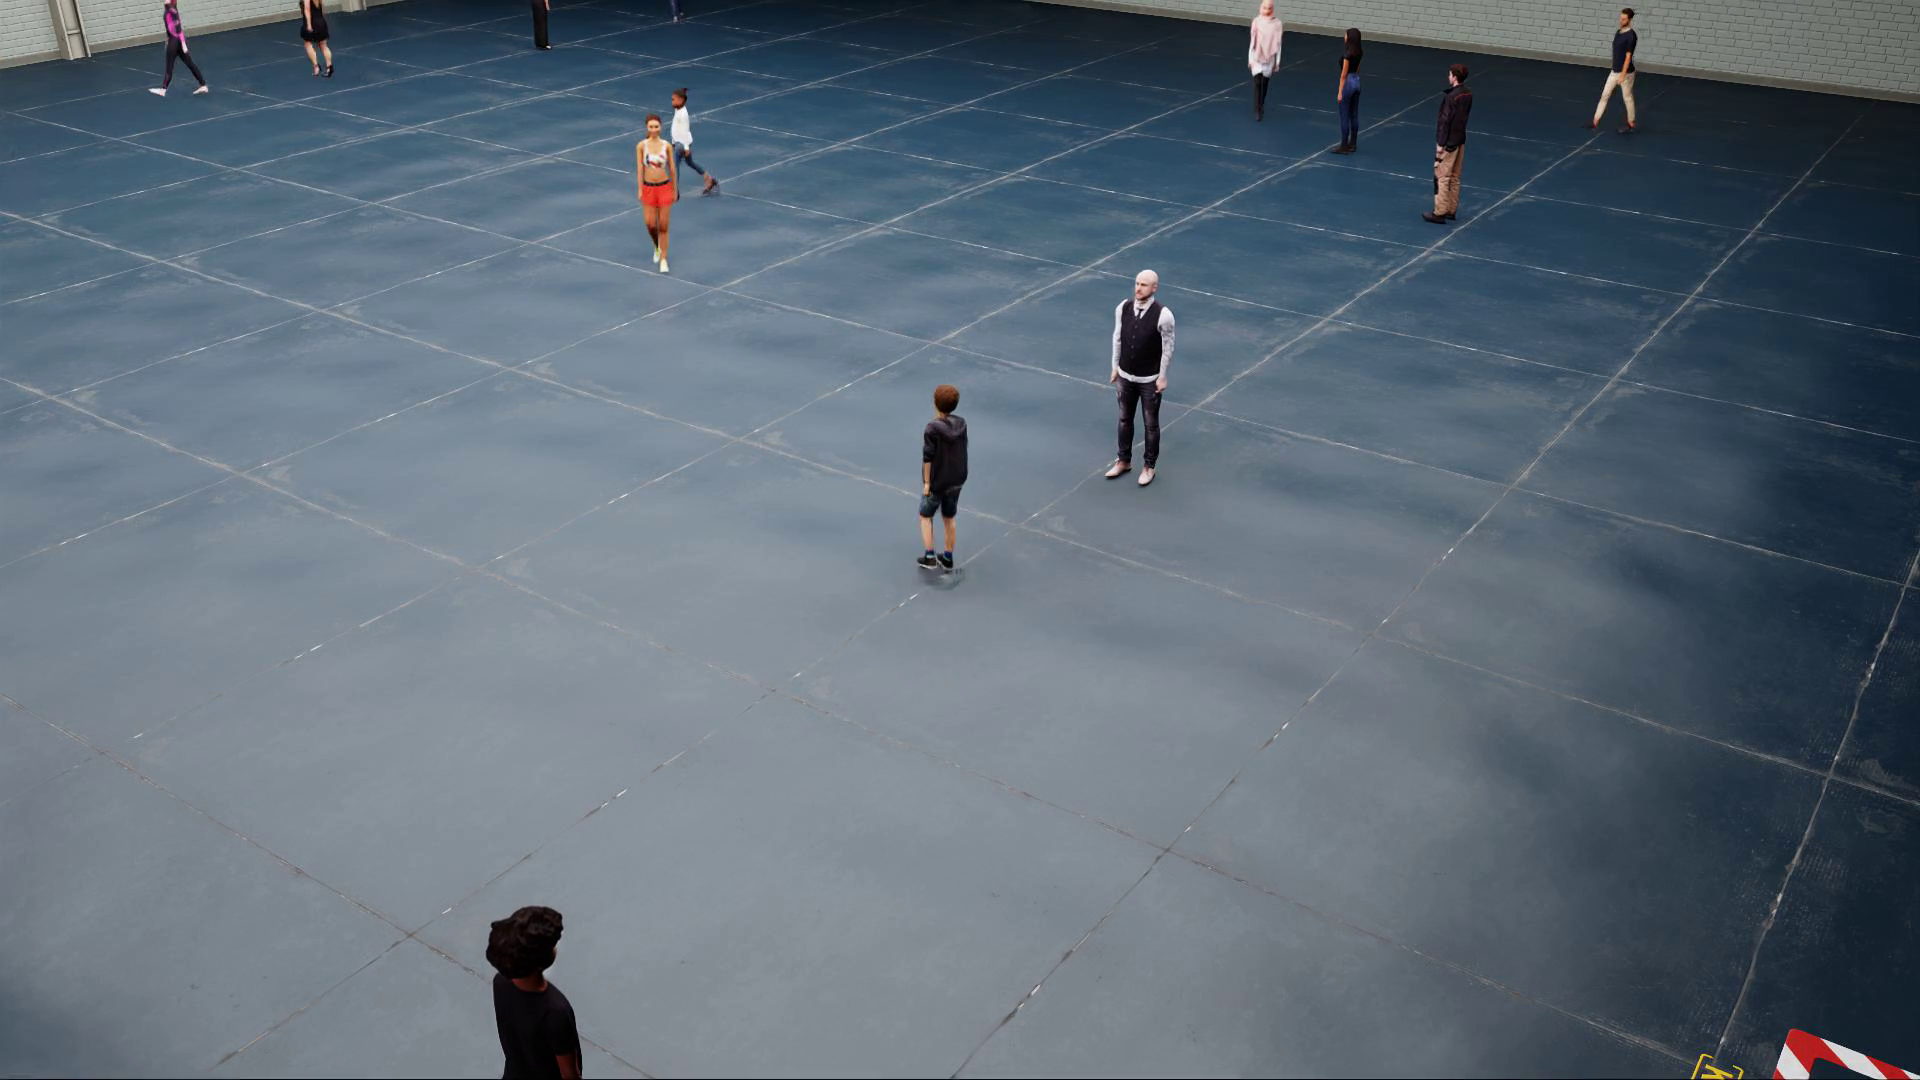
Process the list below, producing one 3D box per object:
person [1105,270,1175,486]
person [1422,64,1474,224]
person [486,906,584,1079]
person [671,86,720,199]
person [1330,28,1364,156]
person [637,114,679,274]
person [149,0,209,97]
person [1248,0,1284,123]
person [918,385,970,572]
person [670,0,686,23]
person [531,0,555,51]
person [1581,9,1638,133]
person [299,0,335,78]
[{"bbox_3d":[1.498,-1.358,13.780,0.691,1.824,0.595,16,31,28],"label":"person"},{"bbox_3d":[6.068,-4.896,20.542,0.772,1.924,0.570,23,35,37],"label":"person"},{"bbox_3d":[-1.710,2.249,6.807,0.587,1.794,0.562,20,33,33],"label":"person"},{"bbox_3d":[-3.523,-5.145,21.566,1.042,1.429,0.940,-6,28,-12],"label":"person"},{"bbox_3d":[5.549,-6.383,23.636,0.641,1.734,0.521,24,36,38],"label":"person"},{"bbox_3d":[-3.435,-3.951,18.859,0.766,1.784,0.826,-4,28,-8],"label":"person"},{"bbox_3d":[-12.549,-8.020,26.854,1.190,1.699,0.914,-15,31,-27],"label":"person"},{"bbox_3d":[4.647,-7.314,25.431,1.040,1.746,1.311,3,27,6],"label":"person"},{"bbox_3d":[-0.121,-0.431,12.420,0.642,1.421,0.741,-23,35,-38],"label":"person"},{"bbox_3d":[-5.661,-11.074,32.954,0.685,1.544,0.745,-7,28,-12],"label":"person"},{"bbox_3d":[-7.706,-9.810,30.439,0.569,1.601,0.522,20,33,33],"label":"person"},{"bbox_3d":[9.860,-6.907,24.577,1.195,1.804,1.071,-6,28,-12],"label":"person"},{"bbox_3d":[-10.803,-8.660,28.093,0.821,1.702,0.712,8,28,14],"label":"person"}]
